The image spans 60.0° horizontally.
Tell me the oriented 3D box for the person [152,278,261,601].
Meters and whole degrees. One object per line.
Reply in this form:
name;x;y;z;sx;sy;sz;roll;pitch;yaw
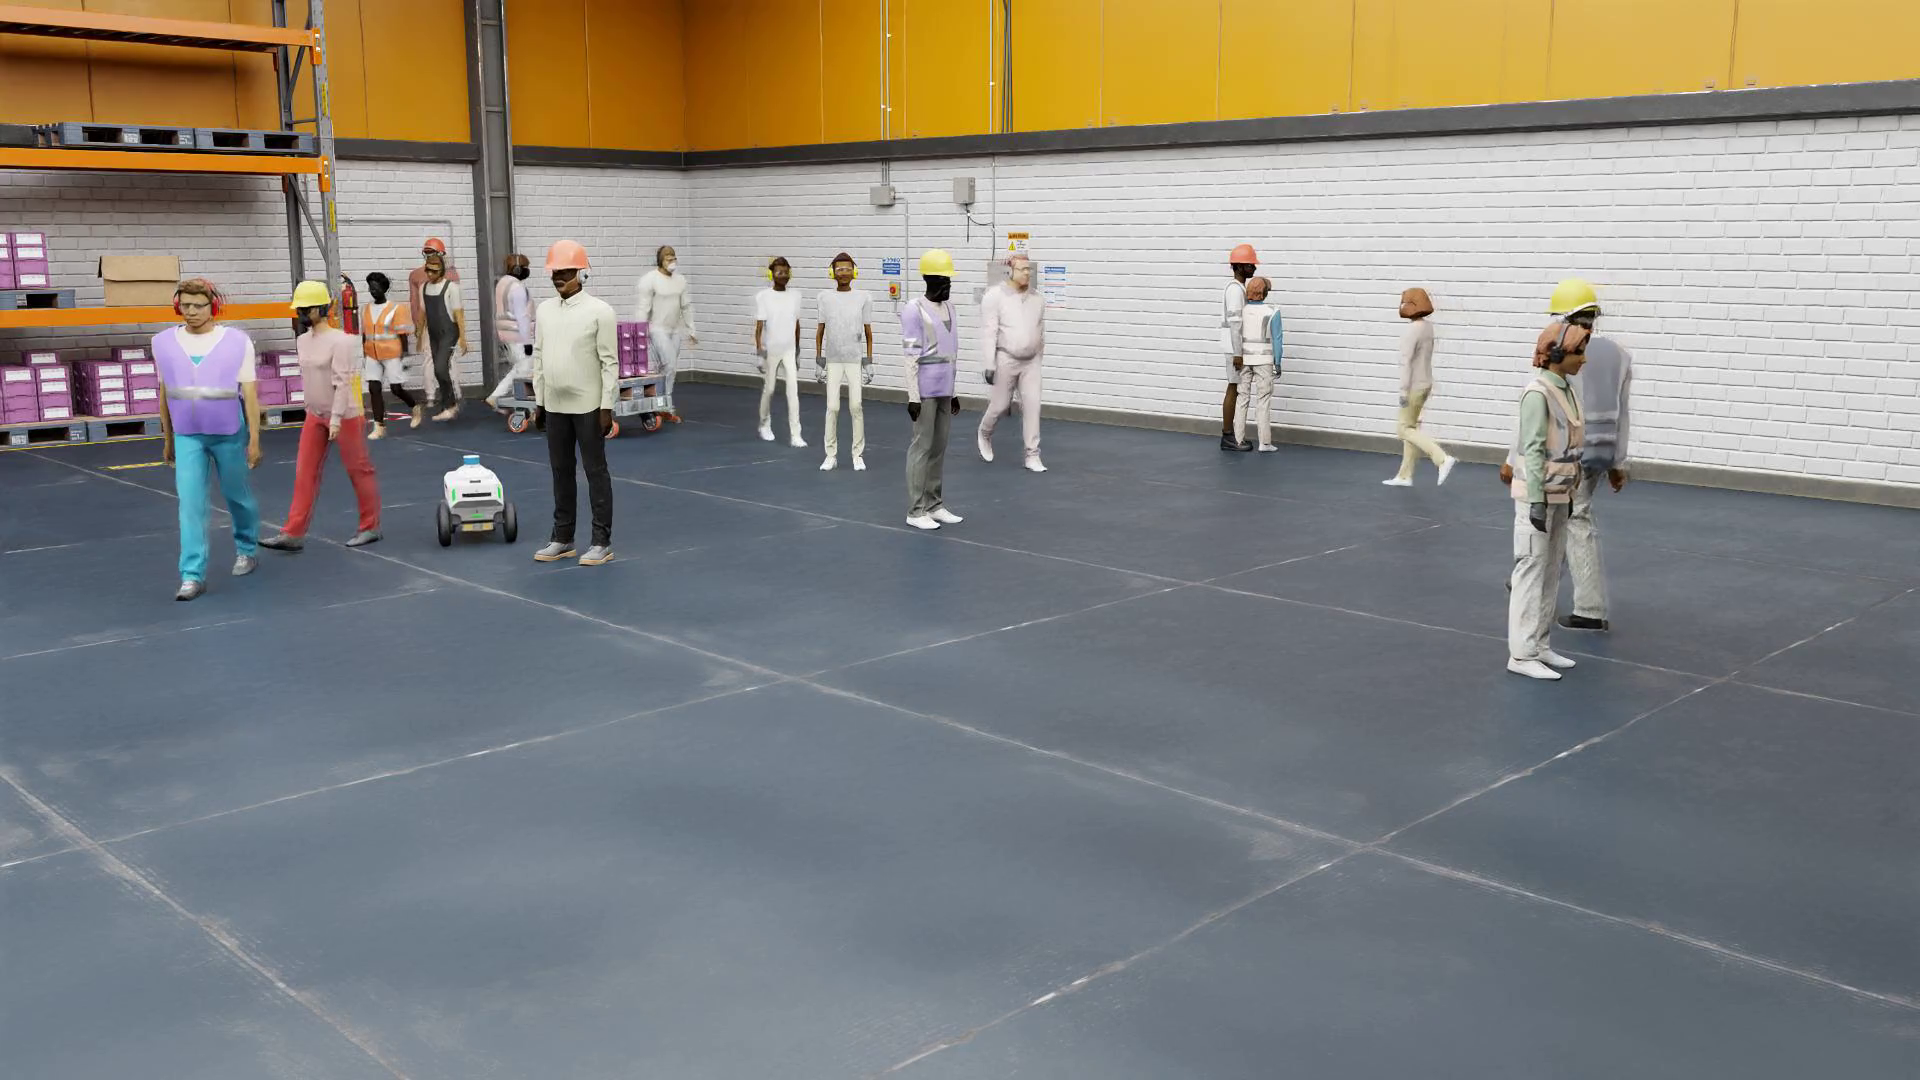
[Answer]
person;-4.308;-0.608;9.576;0.573;1.790;0.985;-2;11;-9

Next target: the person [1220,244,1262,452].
person;2.640;-1.807;15.676;0.360;1.935;0.552;2;11;10

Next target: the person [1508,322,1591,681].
person;2.711;-0.184;7.666;0.332;1.631;0.516;8;13;37

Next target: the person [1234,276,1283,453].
person;2.765;-1.635;15.556;0.523;1.639;0.309;7;12;33

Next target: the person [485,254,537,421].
person;-4.823;-2.180;18.032;0.503;1.826;0.641;-6;12;-31

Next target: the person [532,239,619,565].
person;-2.381;-0.841;10.253;0.608;1.996;0.376;5;11;24

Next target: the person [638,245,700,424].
person;-3.118;-2.203;17.915;0.722;1.902;0.651;6;12;31

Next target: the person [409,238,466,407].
person;-6.167;-2.563;19.668;0.609;1.986;0.391;-1;10;-4

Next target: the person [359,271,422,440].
person;-5.717;-1.854;16.662;0.533;1.672;0.661;3;11;14

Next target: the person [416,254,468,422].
person;-5.592;-2.159;17.933;0.632;1.812;0.457;5;12;28

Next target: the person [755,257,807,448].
person;-1.772;-1.834;16.167;0.531;1.826;0.998;-5;12;-26

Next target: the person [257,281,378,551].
person;-4.088;-0.771;10.591;0.535;1.724;0.867;6;12;28

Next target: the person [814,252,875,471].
person;-0.999;-1.529;14.336;0.526;1.876;0.324;0;10;1

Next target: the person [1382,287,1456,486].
person;3.674;-1.194;13.235;0.566;1.620;0.504;8;13;37

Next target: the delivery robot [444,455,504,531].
delivery robot;-3.247;-0.321;11.093;0.477;0.478;0.707;-4;11;-20

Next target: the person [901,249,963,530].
person;-0.172;-1.042;11.537;0.379;1.925;0.594;6;12;29

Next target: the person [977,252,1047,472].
person;0.456;-1.555;14.471;0.647;1.881;0.863;-5;12;-25

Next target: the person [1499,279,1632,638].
person;3.078;-0.440;8.601;0.598;1.789;0.868;-5;12;-27
